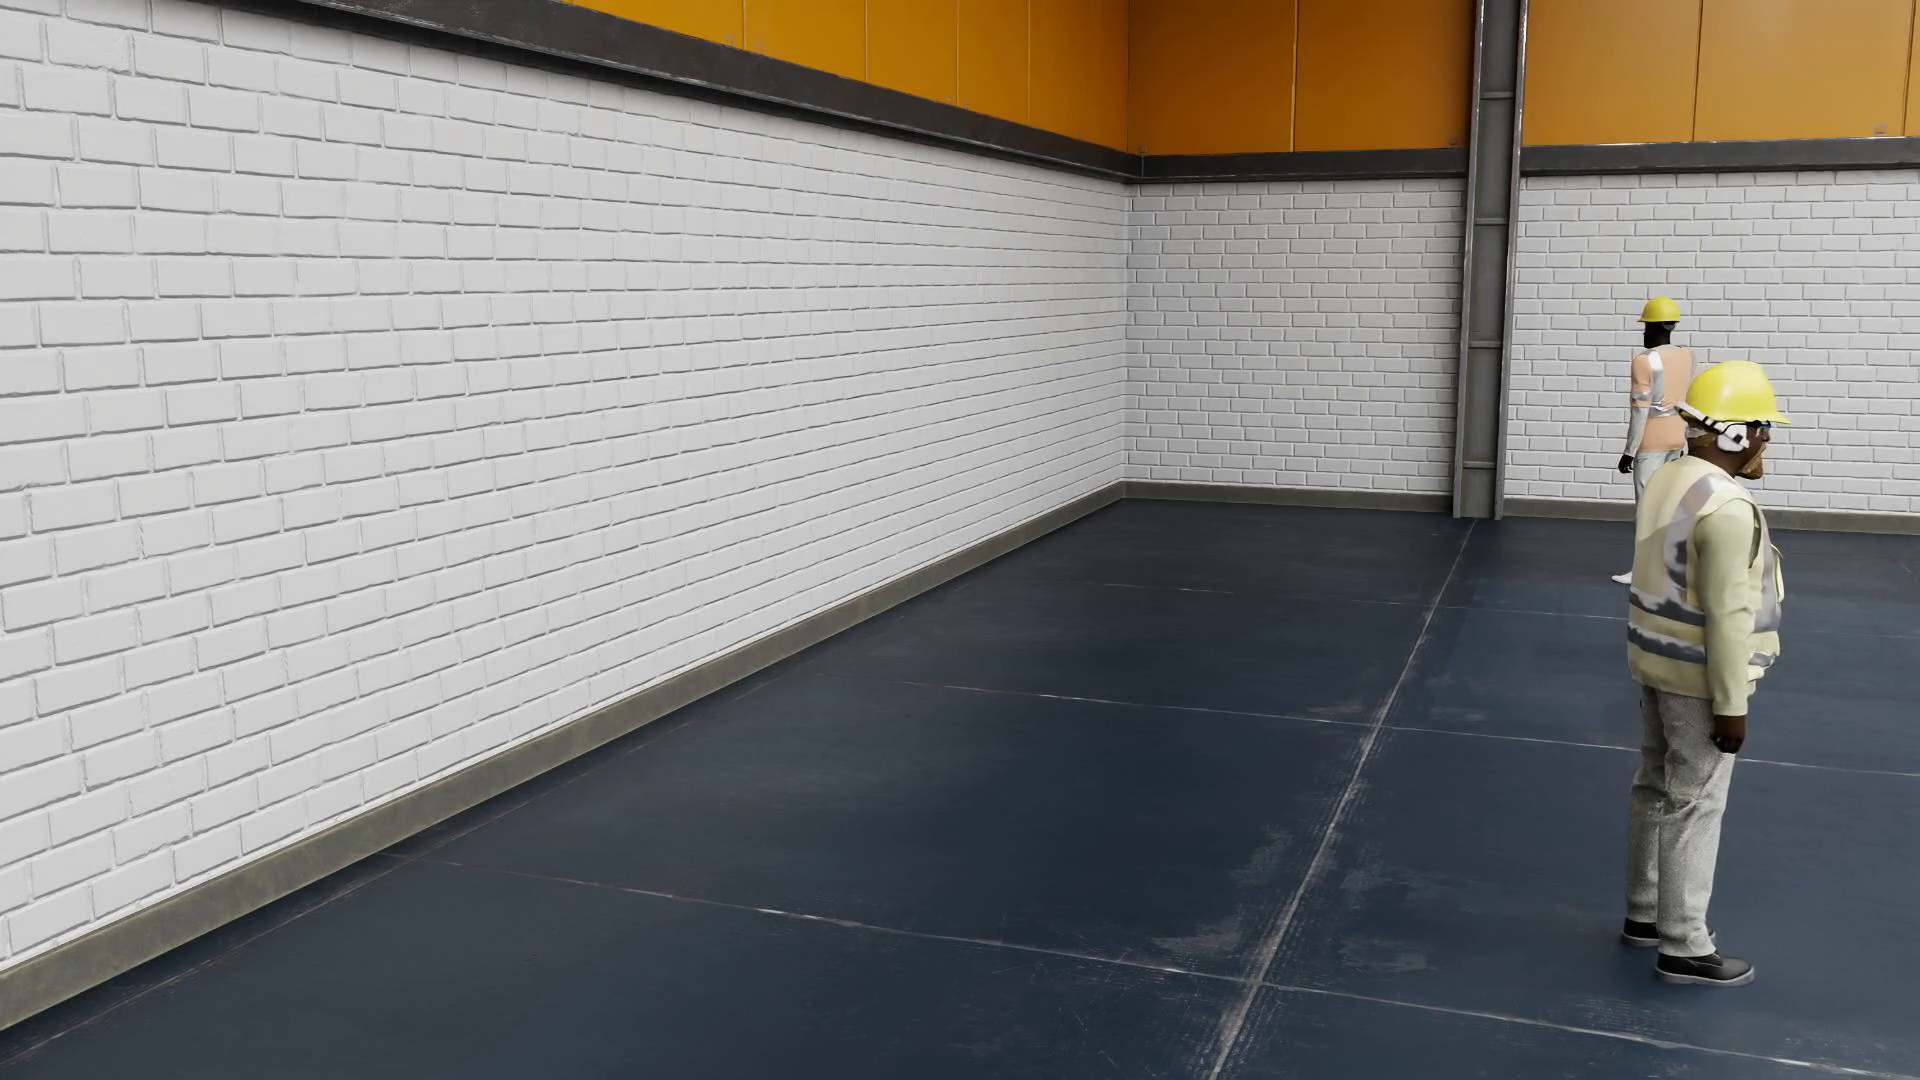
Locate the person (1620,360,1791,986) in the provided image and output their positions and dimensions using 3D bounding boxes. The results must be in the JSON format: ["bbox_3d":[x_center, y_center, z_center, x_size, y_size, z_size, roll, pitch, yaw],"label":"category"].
[{"bbox_3d":[2.183,0.388,4.899,0.403,1.826,0.592,1,9,4],"label":"person"}]

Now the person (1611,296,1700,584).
[{"bbox_3d":[4.632,-0.650,11.091,0.586,1.928,0.369,-5,10,-30],"label":"person"}]
